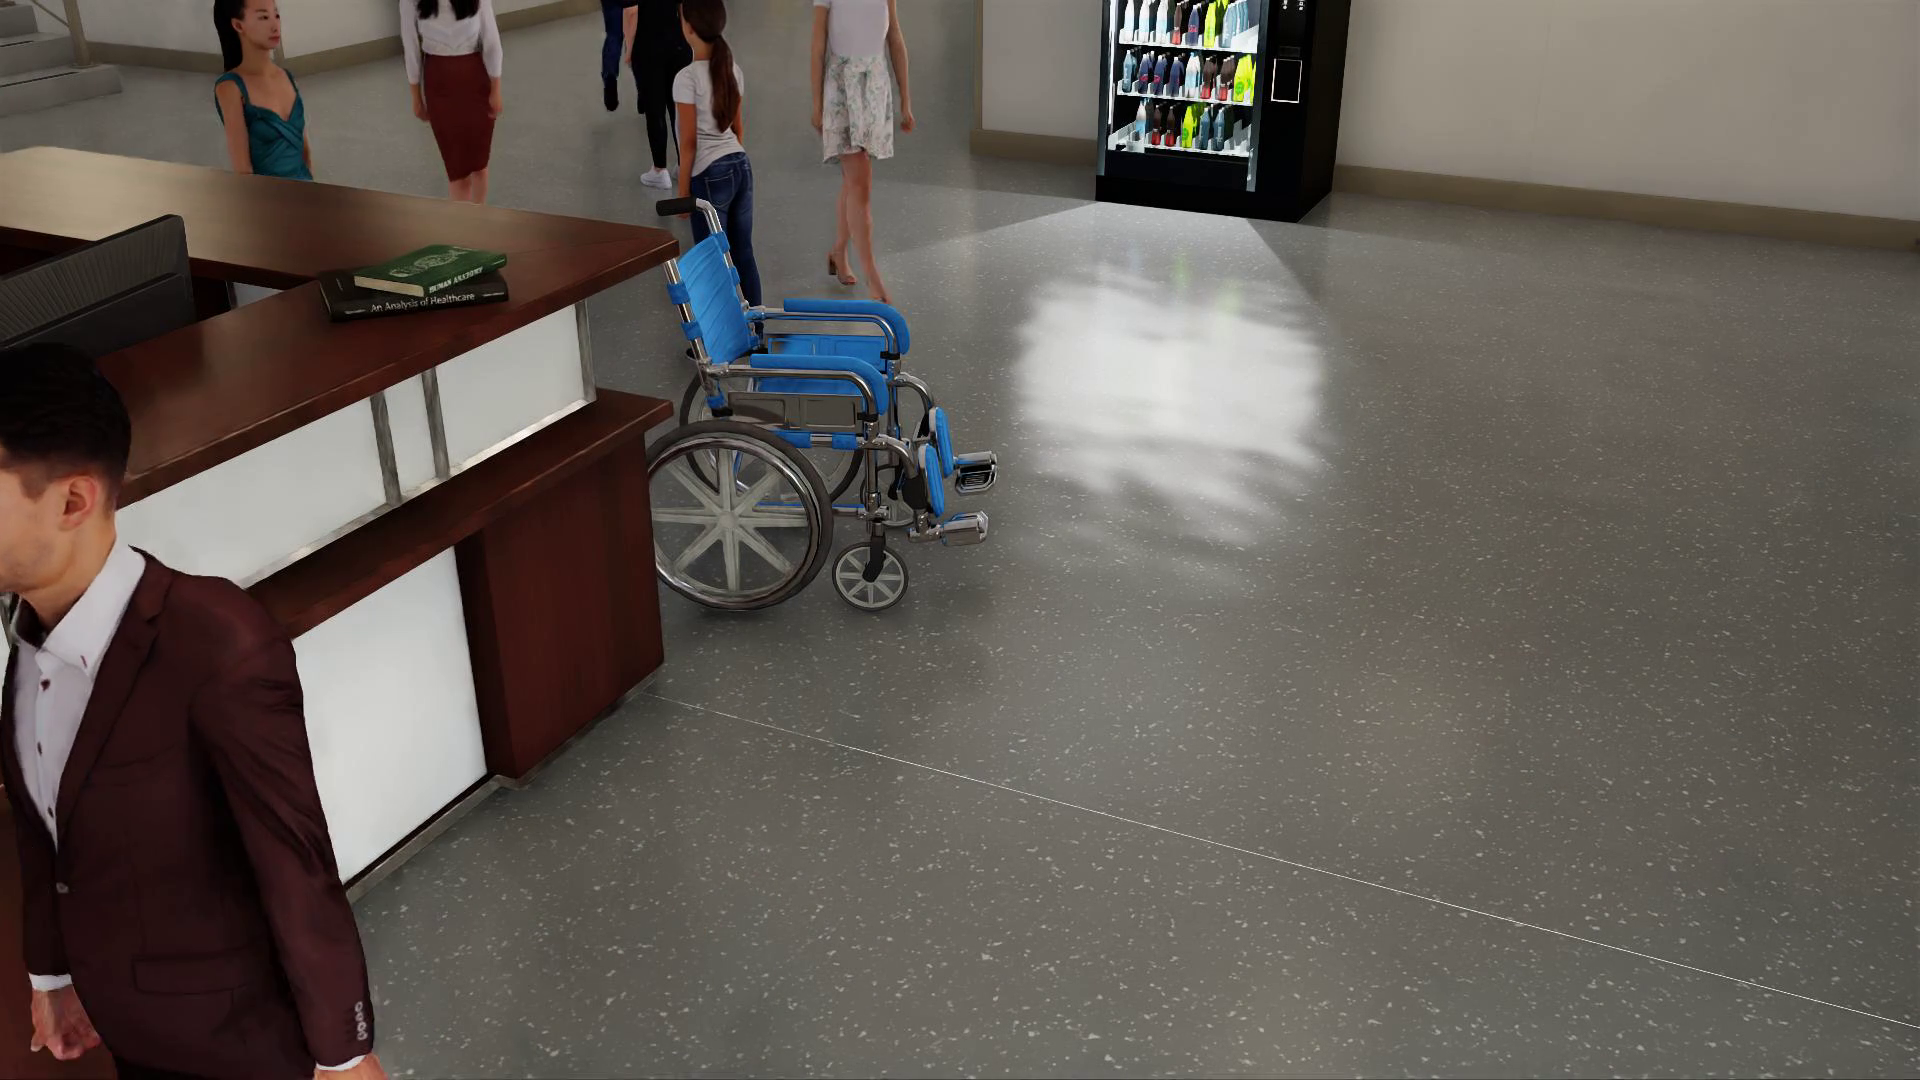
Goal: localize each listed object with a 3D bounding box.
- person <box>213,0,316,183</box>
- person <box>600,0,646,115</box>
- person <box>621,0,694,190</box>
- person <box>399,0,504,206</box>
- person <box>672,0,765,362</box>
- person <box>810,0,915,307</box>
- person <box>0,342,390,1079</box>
[{"bbox_3d":[-2.598,-1.183,6.219,0.901,1.663,0.558,12,28,23],"label":"person"},{"bbox_3d":[-2.374,-3.894,11.600,0.977,1.874,0.918,4,26,7],"label":"person"},{"bbox_3d":[-1.783,-2.923,9.857,0.707,1.639,0.734,-17,31,-31],"label":"person"},{"bbox_3d":[-2.432,-2.120,8.115,1.064,1.705,1.132,-9,27,-18],"label":"person"},{"bbox_3d":[-1.033,-1.527,7.049,0.568,1.562,0.578,19,31,34],"label":"person"},{"bbox_3d":[-0.525,-2.025,7.874,0.968,1.743,1.085,-14,29,-26],"label":"person"},{"bbox_3d":[-0.967,0.597,2.312,0.627,1.851,0.812,16,30,30],"label":"person"}]
